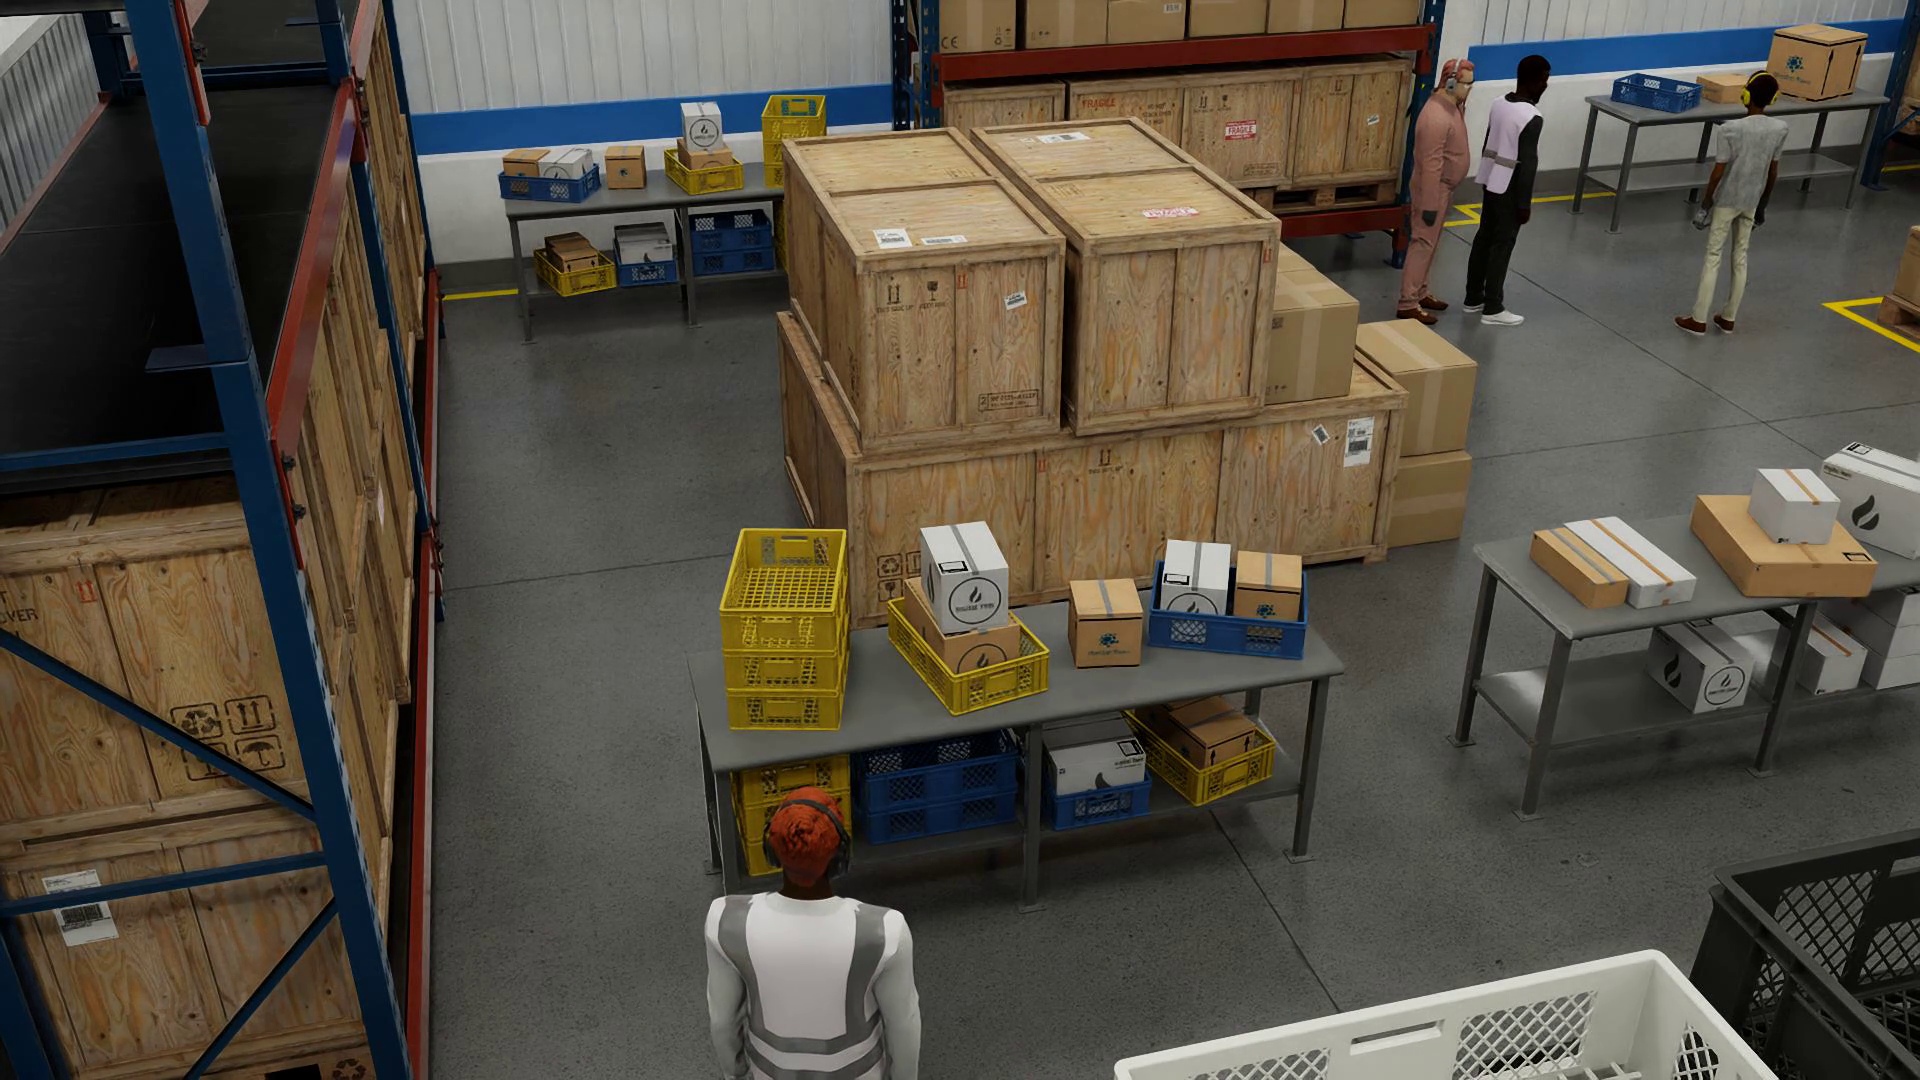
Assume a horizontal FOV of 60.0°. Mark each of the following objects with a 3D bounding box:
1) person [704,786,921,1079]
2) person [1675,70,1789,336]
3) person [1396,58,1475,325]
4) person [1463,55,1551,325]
[{"bbox_3d":[-0.398,1.495,4.714,0.584,1.882,0.344,2,29,4],"label":"person"},{"bbox_3d":[5.452,-2.357,11.727,0.515,1.867,0.328,-3,29,-6],"label":"person"},{"bbox_3d":[3.433,-2.506,11.968,0.399,1.897,0.646,11,31,19],"label":"person"},{"bbox_3d":[3.920,-2.513,11.960,0.398,1.913,0.590,-6,29,-11],"label":"person"}]
